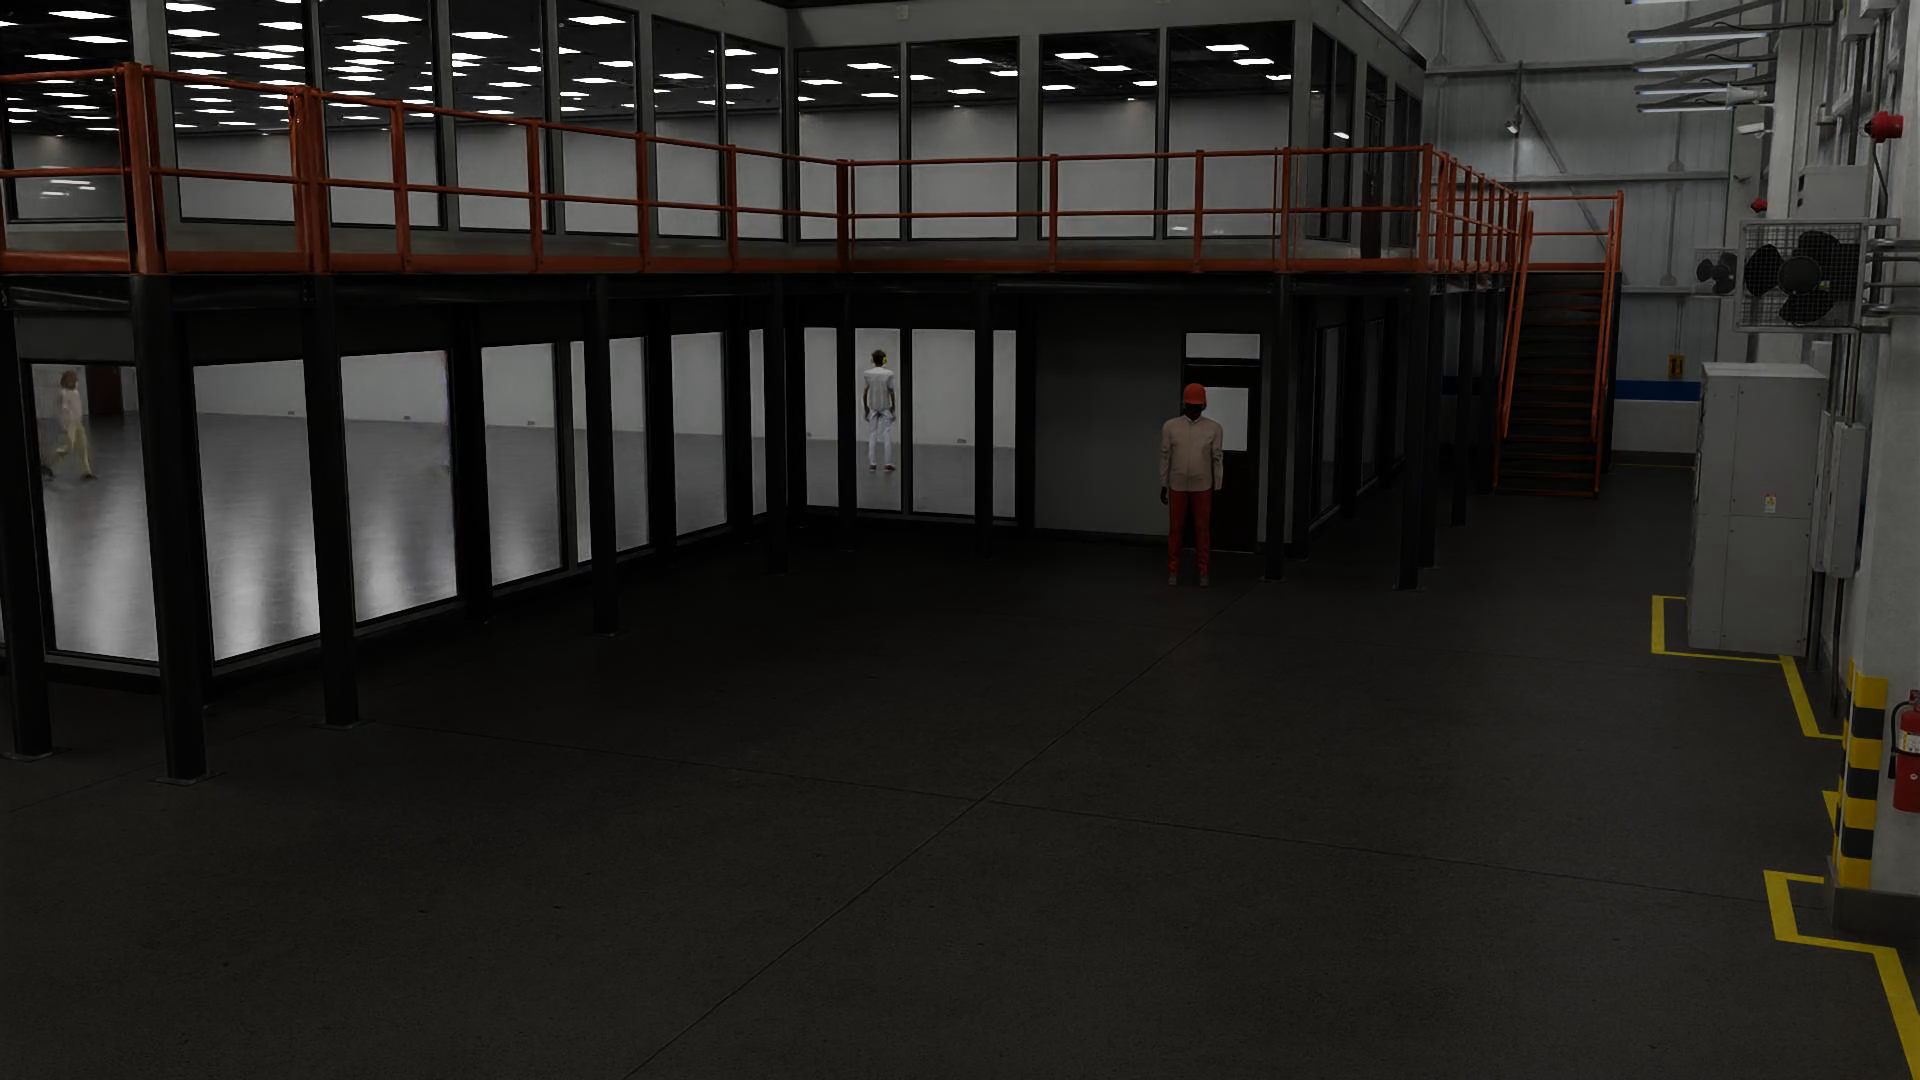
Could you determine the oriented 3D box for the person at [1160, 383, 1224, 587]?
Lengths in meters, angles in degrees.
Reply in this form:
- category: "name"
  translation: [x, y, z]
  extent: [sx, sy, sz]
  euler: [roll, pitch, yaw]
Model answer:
- category: "person"
  translation: [2.235, -0.527, 16.081]
  extent: [0.612, 1.986, 0.406]
  euler: [1, 9, 8]
